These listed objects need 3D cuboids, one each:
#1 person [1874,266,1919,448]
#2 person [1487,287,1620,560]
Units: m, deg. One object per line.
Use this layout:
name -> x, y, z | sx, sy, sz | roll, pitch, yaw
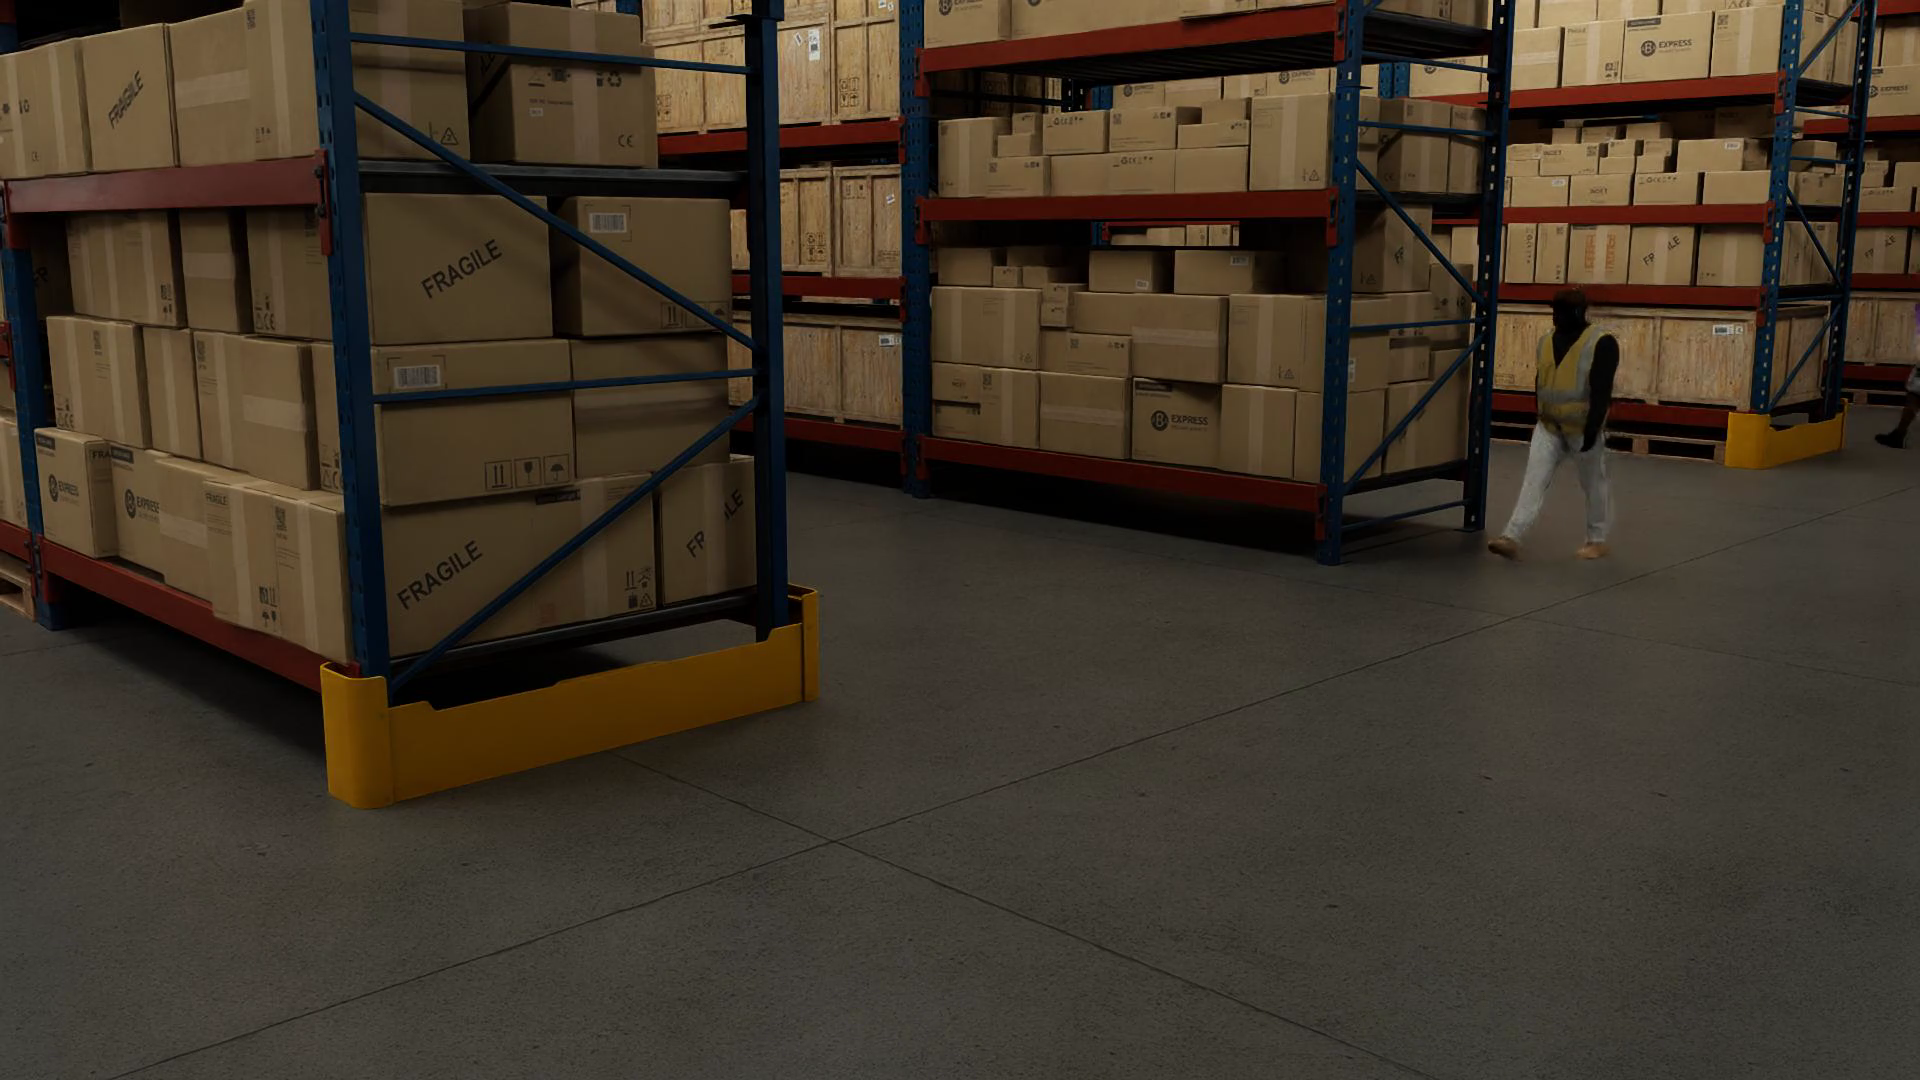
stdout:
person -> 9.604, -1.779, 16.357 | 0.615, 1.872, 1.032 | -3, 11, -14
person -> 3.916, -0.730, 10.805 | 0.961, 1.791, 0.646 | -7, 13, -34
